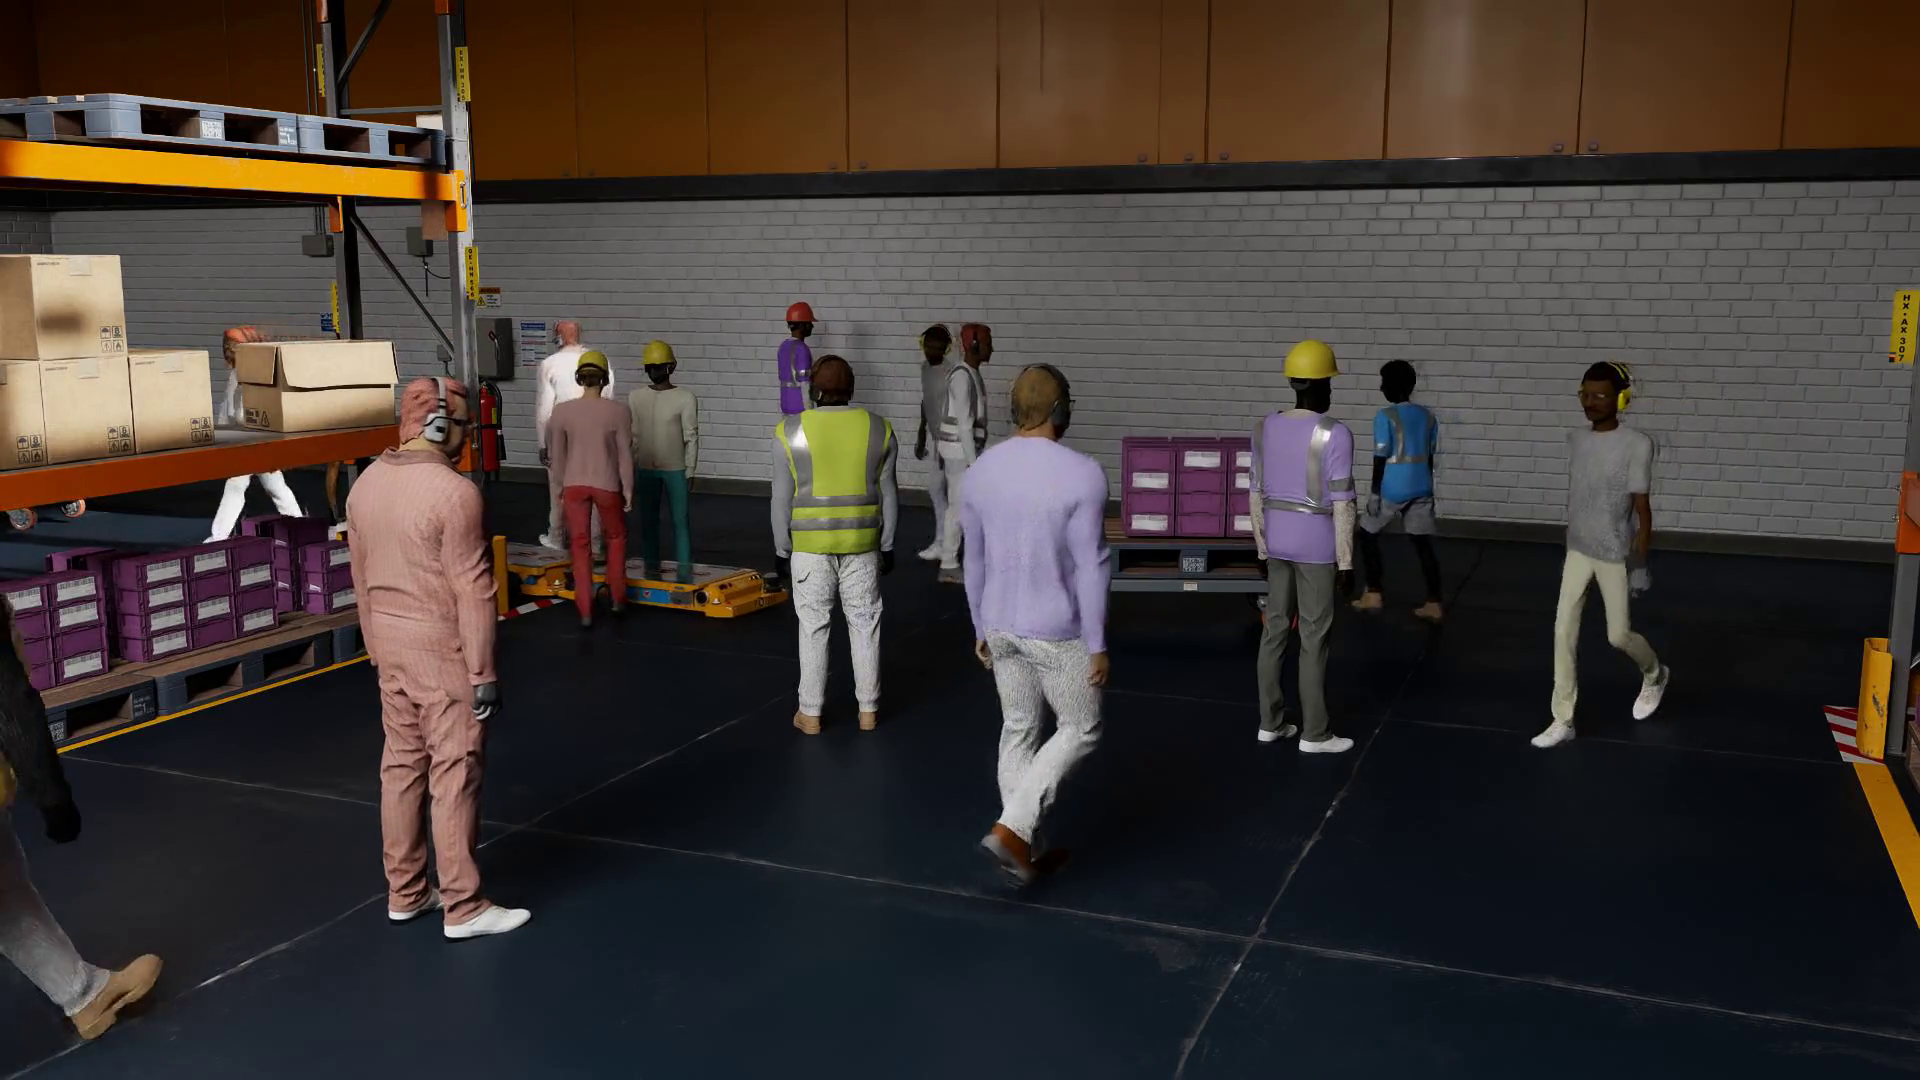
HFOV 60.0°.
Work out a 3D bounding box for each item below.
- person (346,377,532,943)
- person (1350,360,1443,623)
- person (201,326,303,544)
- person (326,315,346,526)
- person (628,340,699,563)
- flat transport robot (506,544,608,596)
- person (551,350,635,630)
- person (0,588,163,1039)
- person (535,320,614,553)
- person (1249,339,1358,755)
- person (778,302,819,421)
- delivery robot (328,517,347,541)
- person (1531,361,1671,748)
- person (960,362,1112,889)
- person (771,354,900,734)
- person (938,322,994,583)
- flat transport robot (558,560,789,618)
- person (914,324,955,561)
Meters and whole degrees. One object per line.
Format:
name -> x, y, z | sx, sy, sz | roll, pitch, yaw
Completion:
person -> -1.763, 0.400, 5.650 | 0.644, 1.900, 0.400 | 7, 12, 36
person -> 2.792, -0.311, 10.653 | 0.569, 1.666, 0.695 | -6, 11, -31
person -> -5.441, -0.713, 12.662 | 1.012, 1.816, 0.604 | -5, 11, -27
person -> -5.288, -1.057, 14.392 | 0.374, 1.927, 0.542 | 7, 12, 38
person -> -2.041, -0.480, 11.381 | 0.524, 1.769, 0.308 | 2, 10, 12
flat transport robot -> -3.175, 0.190, 11.843 | 1.431, 0.197, 0.652 | 6, 11, 32
person -> -2.312, -0.333, 10.550 | 0.543, 1.729, 0.750 | 0, 9, -2
person -> -2.661, 0.641, 4.514 | 0.656, 1.788, 0.965 | 7, 11, 35
person -> -3.005, -0.762, 12.843 | 0.660, 1.841, 0.952 | -6, 11, -34
person -> 1.605, 0.037, 7.754 | 0.364, 1.930, 0.588 | -8, 12, -39
person -> -1.459, -1.201, 15.227 | 0.360, 1.939, 0.543 | -5, 11, -30
delivery robot -> -4.233, 0.008, 11.802 | 0.707, 0.478, 0.477 | -3, 10, -17
person -> 3.131, 0.058, 7.947 | 0.885, 1.837, 0.526 | -6, 11, -33
person -> 0.250, 0.334, 5.959 | 0.648, 1.927, 0.505 | 8, 12, 40
person -> -0.608, 0.025, 8.086 | 0.629, 1.845, 0.429 | -2, 10, -13
person -> 0.042, -0.614, 11.894 | 0.458, 1.869, 0.568 | 3, 10, 15
flat transport robot -> -1.923, 0.306, 11.140 | 1.431, 0.197, 0.652 | 5, 11, 27
person -> -0.149, -0.757, 12.866 | 0.626, 1.828, 0.556 | -5, 11, -28
